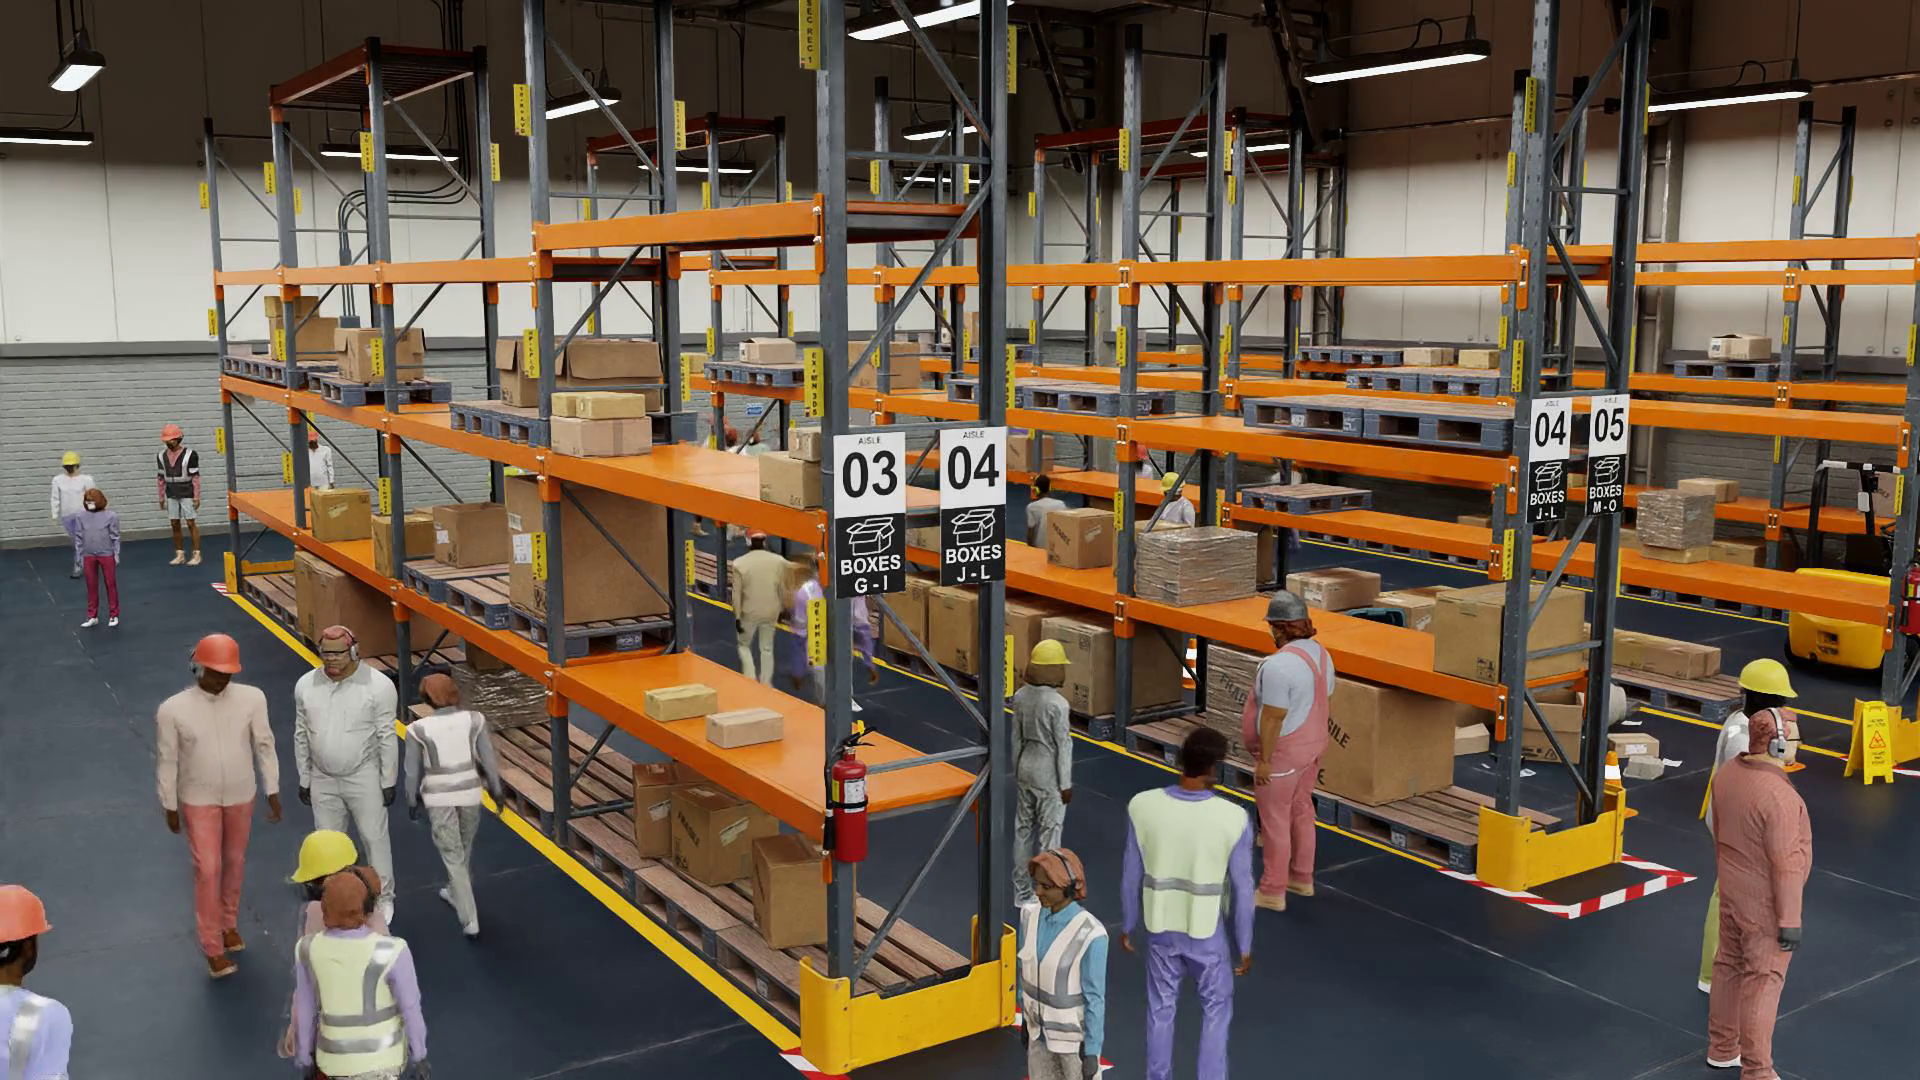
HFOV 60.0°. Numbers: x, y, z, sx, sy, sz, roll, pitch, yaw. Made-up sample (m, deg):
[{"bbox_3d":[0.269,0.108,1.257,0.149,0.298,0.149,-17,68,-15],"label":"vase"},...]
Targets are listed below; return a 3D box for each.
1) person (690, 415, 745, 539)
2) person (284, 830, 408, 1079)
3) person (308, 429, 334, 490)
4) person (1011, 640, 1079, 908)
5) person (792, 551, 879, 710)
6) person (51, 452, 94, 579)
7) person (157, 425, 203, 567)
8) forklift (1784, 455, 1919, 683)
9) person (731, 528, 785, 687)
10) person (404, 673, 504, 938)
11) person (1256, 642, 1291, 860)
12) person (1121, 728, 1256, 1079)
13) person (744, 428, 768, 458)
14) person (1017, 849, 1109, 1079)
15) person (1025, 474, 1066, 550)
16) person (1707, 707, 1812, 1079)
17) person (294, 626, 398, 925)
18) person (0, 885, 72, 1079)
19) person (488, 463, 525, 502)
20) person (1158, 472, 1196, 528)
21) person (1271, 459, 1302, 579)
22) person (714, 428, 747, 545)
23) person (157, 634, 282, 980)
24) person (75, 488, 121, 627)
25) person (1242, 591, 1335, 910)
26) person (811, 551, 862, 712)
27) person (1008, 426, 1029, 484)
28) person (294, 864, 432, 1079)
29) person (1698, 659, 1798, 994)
[{"bbox_3d":[-3.820,-0.994,26.219,1.092,1.972,0.621,2,9,14],"label":"person"},{"bbox_3d":[-2.551,2.042,6.866,0.564,1.732,0.773,7,11,39],"label":"person"},{"bbox_3d":[-10.301,-0.936,26.591,0.575,1.741,0.355,-4,9,-24],"label":"person"},{"bbox_3d":[0.532,1.485,10.468,0.318,1.740,0.488,-7,11,-40],"label":"person"},{"bbox_3d":[-0.930,0.979,12.937,0.621,2.005,0.902,-8,11,-42],"label":"person"},{"bbox_3d":[-12.126,-0.351,22.788,0.522,1.726,0.922,-1,9,-9],"label":"person"},{"bbox_3d":[-11.086,-0.626,23.586,0.611,2.029,0.409,1,9,5],"label":"person"},{"bbox_3d":[9.643,0.253,17.172,2.313,2.155,1.214,-6,10,-33],"label":"forklift"},{"bbox_3d":[-1.932,0.674,15.876,0.567,1.733,0.372,-4,9,-26],"label":"person"},{"bbox_3d":[-3.104,1.599,10.205,0.550,1.590,0.865,-6,10,-35],"label":"person"},{"bbox_3d":[2.220,1.366,11.447,0.321,1.686,0.539,-3,9,-19],"label":"person"},{"bbox_3d":[1.046,1.821,7.740,0.653,1.902,0.422,3,9,21],"label":"person"},{"bbox_3d":[-3.418,-1.069,27.876,0.528,1.615,0.429,2,9,14],"label":"person"},{"bbox_3d":[0.426,2.072,6.926,0.312,1.631,0.508,-7,11,-37],"label":"person"},{"bbox_3d":[1.002,0.175,18.968,0.516,1.828,0.677,-2,9,-15],"label":"person"},{"bbox_3d":[3.930,1.752,8.138,0.410,1.909,0.643,-1,9,-4],"label":"person"},{"bbox_3d":[-3.760,1.453,10.186,0.641,1.899,0.395,0,9,3],"label":"person"},{"bbox_3d":[-3.236,2.127,5.711,0.536,1.873,0.990,0,9,2],"label":"person"},{"bbox_3d":[-6.403,-0.462,23.576,0.531,1.697,0.322,-4,9,-23],"label":"person"},{"bbox_3d":[2.461,0.121,19.283,0.403,1.823,0.588,-5,10,-29],"label":"person"},{"bbox_3d":[4.278,-0.284,21.878,0.543,1.852,0.536,-5,10,-30],"label":"person"},{"bbox_3d":[-3.355,-0.790,25.266,0.890,1.851,0.577,2,9,14],"label":"person"},{"bbox_3d":[-4.234,1.517,9.601,0.605,1.943,0.922,-7,11,-40],"label":"person"},{"bbox_3d":[-10.034,0.201,19.371,0.499,1.633,0.281,-1,9,-5],"label":"person"},{"bbox_3d":[2.072,1.310,10.640,0.535,2.000,0.686,7,11,39],"label":"person"},{"bbox_3d":[-1.127,0.694,15.365,0.505,1.861,0.330,-4,10,-27],"label":"person"},{"bbox_3d":[1.236,-2.026,33.651,0.706,1.806,0.626,5,10,29],"label":"person"},{"bbox_3d":[-2.447,2.118,6.718,0.521,1.607,0.804,2,9,15],"label":"person"},{"bbox_3d":[4.350,1.590,9.203,0.405,1.919,0.581,5,10,28],"label":"person"}]
